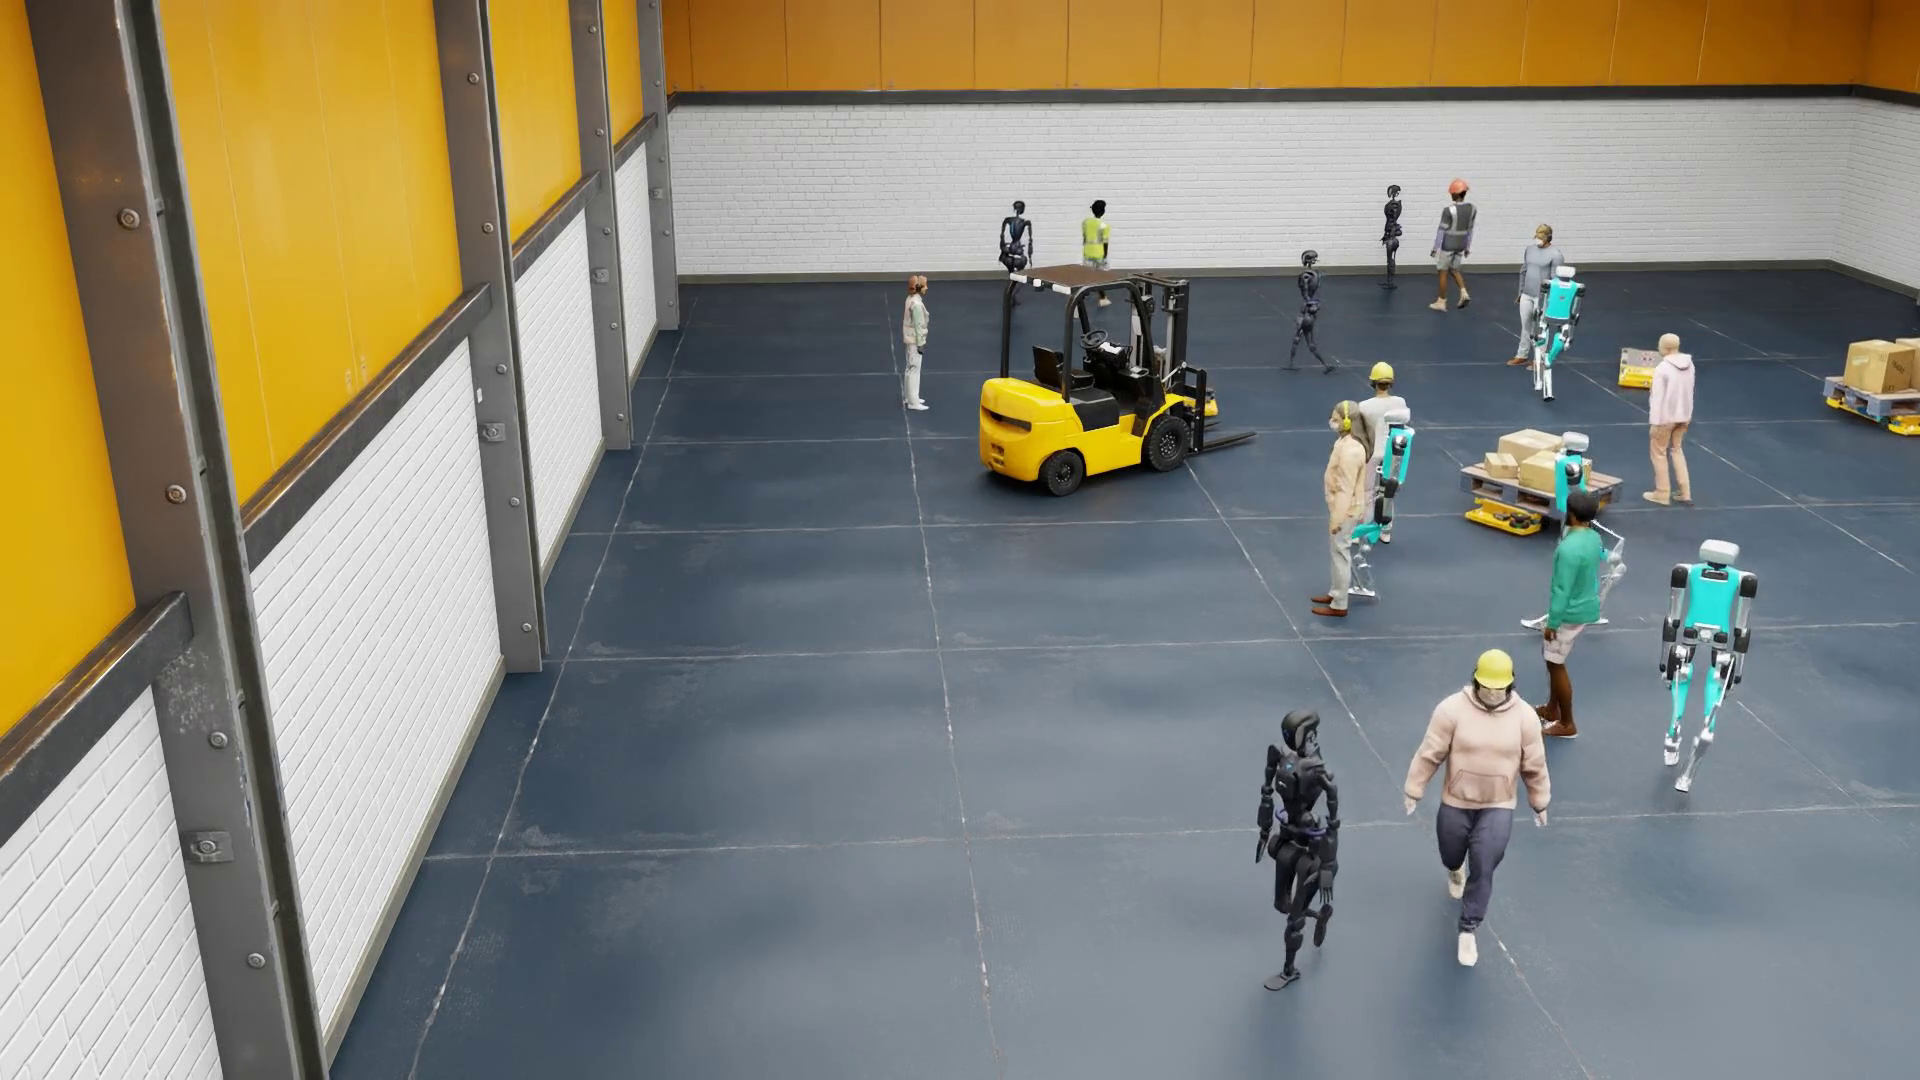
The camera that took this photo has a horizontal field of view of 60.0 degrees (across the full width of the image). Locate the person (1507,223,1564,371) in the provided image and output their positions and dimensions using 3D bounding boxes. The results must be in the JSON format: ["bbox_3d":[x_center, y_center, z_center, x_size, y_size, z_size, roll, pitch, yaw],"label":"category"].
[{"bbox_3d":[7.613,-3.209,21.954,0.373,1.938,0.630,-12,23,-29],"label":"person"}]

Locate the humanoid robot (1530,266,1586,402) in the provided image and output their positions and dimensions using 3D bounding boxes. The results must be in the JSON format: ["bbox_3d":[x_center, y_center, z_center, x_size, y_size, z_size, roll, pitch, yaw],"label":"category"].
[{"bbox_3d":[7.283,-2.547,20.456,0.569,1.728,1.053,4,20,10],"label":"humanoid robot"}]

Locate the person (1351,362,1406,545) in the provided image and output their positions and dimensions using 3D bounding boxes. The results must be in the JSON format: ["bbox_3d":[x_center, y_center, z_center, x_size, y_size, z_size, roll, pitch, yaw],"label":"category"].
[{"bbox_3d":[3.908,-0.804,15.644,0.532,1.764,0.323,-8,22,-20],"label":"person"}]

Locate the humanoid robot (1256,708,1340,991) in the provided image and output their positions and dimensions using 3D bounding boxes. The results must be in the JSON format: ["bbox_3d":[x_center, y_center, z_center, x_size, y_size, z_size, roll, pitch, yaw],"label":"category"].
[{"bbox_3d":[1.932,1.652,9.117,0.628,1.636,0.585,-14,24,-33],"label":"humanoid robot"}]

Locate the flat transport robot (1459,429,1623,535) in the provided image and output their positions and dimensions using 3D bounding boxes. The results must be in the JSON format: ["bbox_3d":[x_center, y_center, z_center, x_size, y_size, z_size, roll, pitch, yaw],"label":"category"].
[{"bbox_3d":[5.753,-0.346,16.569,1.431,0.231,0.659,-15,25,-35],"label":"flat transport robot"}]

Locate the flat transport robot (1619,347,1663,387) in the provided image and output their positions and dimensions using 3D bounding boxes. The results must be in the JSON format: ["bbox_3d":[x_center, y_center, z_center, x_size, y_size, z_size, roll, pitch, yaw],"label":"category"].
[{"bbox_3d":[8.983,-2.244,21.740,0.659,0.231,1.431,8,22,20],"label":"flat transport robot"}]

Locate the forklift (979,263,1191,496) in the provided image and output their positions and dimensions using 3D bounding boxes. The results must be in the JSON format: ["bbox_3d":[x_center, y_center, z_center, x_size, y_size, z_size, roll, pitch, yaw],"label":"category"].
[{"bbox_3d":[1.315,-1.764,17.646,2.313,2.155,1.214,-14,24,-33],"label":"forklift"}]

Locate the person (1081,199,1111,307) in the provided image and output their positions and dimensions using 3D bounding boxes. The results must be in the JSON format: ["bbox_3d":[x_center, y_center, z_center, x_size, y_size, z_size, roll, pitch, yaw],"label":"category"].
[{"bbox_3d":[2.049,-4.379,25.513,0.533,1.669,0.702,15,25,35],"label":"person"}]

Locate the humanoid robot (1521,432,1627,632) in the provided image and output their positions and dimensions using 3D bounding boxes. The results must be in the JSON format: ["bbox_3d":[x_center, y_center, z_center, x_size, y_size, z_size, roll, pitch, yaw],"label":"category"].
[{"bbox_3d":[5.138,-0.016,13.538,0.970,1.742,0.537,3,20,8],"label":"humanoid robot"}]

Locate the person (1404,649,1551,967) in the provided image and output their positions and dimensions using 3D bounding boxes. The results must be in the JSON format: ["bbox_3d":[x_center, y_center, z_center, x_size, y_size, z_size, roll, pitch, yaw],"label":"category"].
[{"bbox_3d":[2.946,1.427,9.472,0.794,1.837,0.781,6,21,16],"label":"person"}]

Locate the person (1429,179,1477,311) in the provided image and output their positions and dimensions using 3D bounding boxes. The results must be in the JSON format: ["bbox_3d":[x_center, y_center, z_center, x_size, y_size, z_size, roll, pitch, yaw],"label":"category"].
[{"bbox_3d":[7.484,-4.459,25.230,0.623,2.022,0.551,-10,22,-25],"label":"person"}]

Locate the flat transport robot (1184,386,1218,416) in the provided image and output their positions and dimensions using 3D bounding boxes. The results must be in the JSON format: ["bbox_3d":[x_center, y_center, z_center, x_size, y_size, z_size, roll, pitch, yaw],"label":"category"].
[{"bbox_3d":[2.393,-1.691,20.234,1.431,0.231,0.659,1,20,3],"label":"flat transport robot"}]

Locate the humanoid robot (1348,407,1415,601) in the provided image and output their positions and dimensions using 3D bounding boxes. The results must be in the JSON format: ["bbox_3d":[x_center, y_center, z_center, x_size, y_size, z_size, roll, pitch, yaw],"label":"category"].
[{"bbox_3d":[3.462,-0.245,14.259,0.736,1.852,0.547,5,21,14],"label":"humanoid robot"}]

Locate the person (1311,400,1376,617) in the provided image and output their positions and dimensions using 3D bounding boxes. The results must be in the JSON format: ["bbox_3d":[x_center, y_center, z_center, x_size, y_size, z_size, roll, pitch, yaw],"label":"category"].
[{"bbox_3d":[3.246,-0.268,14.043,0.416,1.871,0.561,3,20,9],"label":"person"}]

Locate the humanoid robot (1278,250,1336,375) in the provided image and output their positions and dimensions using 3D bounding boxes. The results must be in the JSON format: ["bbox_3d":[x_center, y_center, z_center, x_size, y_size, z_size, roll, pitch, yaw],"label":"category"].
[{"bbox_3d":[4.605,-2.971,21.767,0.743,1.649,0.616,7,21,19],"label":"humanoid robot"}]

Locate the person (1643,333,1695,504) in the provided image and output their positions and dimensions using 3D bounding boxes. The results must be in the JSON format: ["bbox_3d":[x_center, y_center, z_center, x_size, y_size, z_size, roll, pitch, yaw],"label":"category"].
[{"bbox_3d":[7.151,-1.209,16.774,0.541,1.751,0.444,-8,22,-22],"label":"person"}]

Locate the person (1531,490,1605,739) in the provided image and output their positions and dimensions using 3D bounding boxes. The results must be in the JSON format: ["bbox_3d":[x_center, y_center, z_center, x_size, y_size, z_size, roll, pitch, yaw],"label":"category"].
[{"bbox_3d":[4.354,0.545,11.903,0.453,1.846,0.525,16,26,37],"label":"person"}]

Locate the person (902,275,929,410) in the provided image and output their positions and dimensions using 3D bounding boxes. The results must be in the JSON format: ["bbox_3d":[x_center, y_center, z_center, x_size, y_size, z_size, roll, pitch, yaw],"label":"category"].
[{"bbox_3d":[-0.537,-2.397,20.182,0.315,1.632,0.517,-4,21,-11],"label":"person"}]

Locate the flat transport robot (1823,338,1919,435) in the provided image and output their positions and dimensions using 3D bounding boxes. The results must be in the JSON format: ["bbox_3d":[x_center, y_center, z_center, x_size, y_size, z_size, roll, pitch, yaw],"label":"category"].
[{"bbox_3d":[11.088,-1.529,19.792,0.659,0.231,1.431,-3,20,-9],"label":"flat transport robot"}]

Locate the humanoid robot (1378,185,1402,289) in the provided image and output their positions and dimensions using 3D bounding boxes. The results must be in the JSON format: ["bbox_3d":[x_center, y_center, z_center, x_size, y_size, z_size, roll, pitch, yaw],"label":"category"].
[{"bbox_3d":[6.994,-4.926,26.984,0.315,1.657,0.599,2,20,4],"label":"humanoid robot"}]

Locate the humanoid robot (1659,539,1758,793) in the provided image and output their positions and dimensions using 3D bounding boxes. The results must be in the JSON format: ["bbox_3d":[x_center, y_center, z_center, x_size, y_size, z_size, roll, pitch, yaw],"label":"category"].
[{"bbox_3d":[4.900,0.915,11.024,0.532,1.747,0.972,9,22,23],"label":"humanoid robot"}]

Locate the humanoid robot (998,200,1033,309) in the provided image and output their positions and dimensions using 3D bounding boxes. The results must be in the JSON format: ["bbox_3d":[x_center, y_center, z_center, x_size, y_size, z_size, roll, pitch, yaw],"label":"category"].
[{"bbox_3d":[0.810,-4.383,25.553,0.612,1.641,0.617,12,23,29],"label":"humanoid robot"}]
